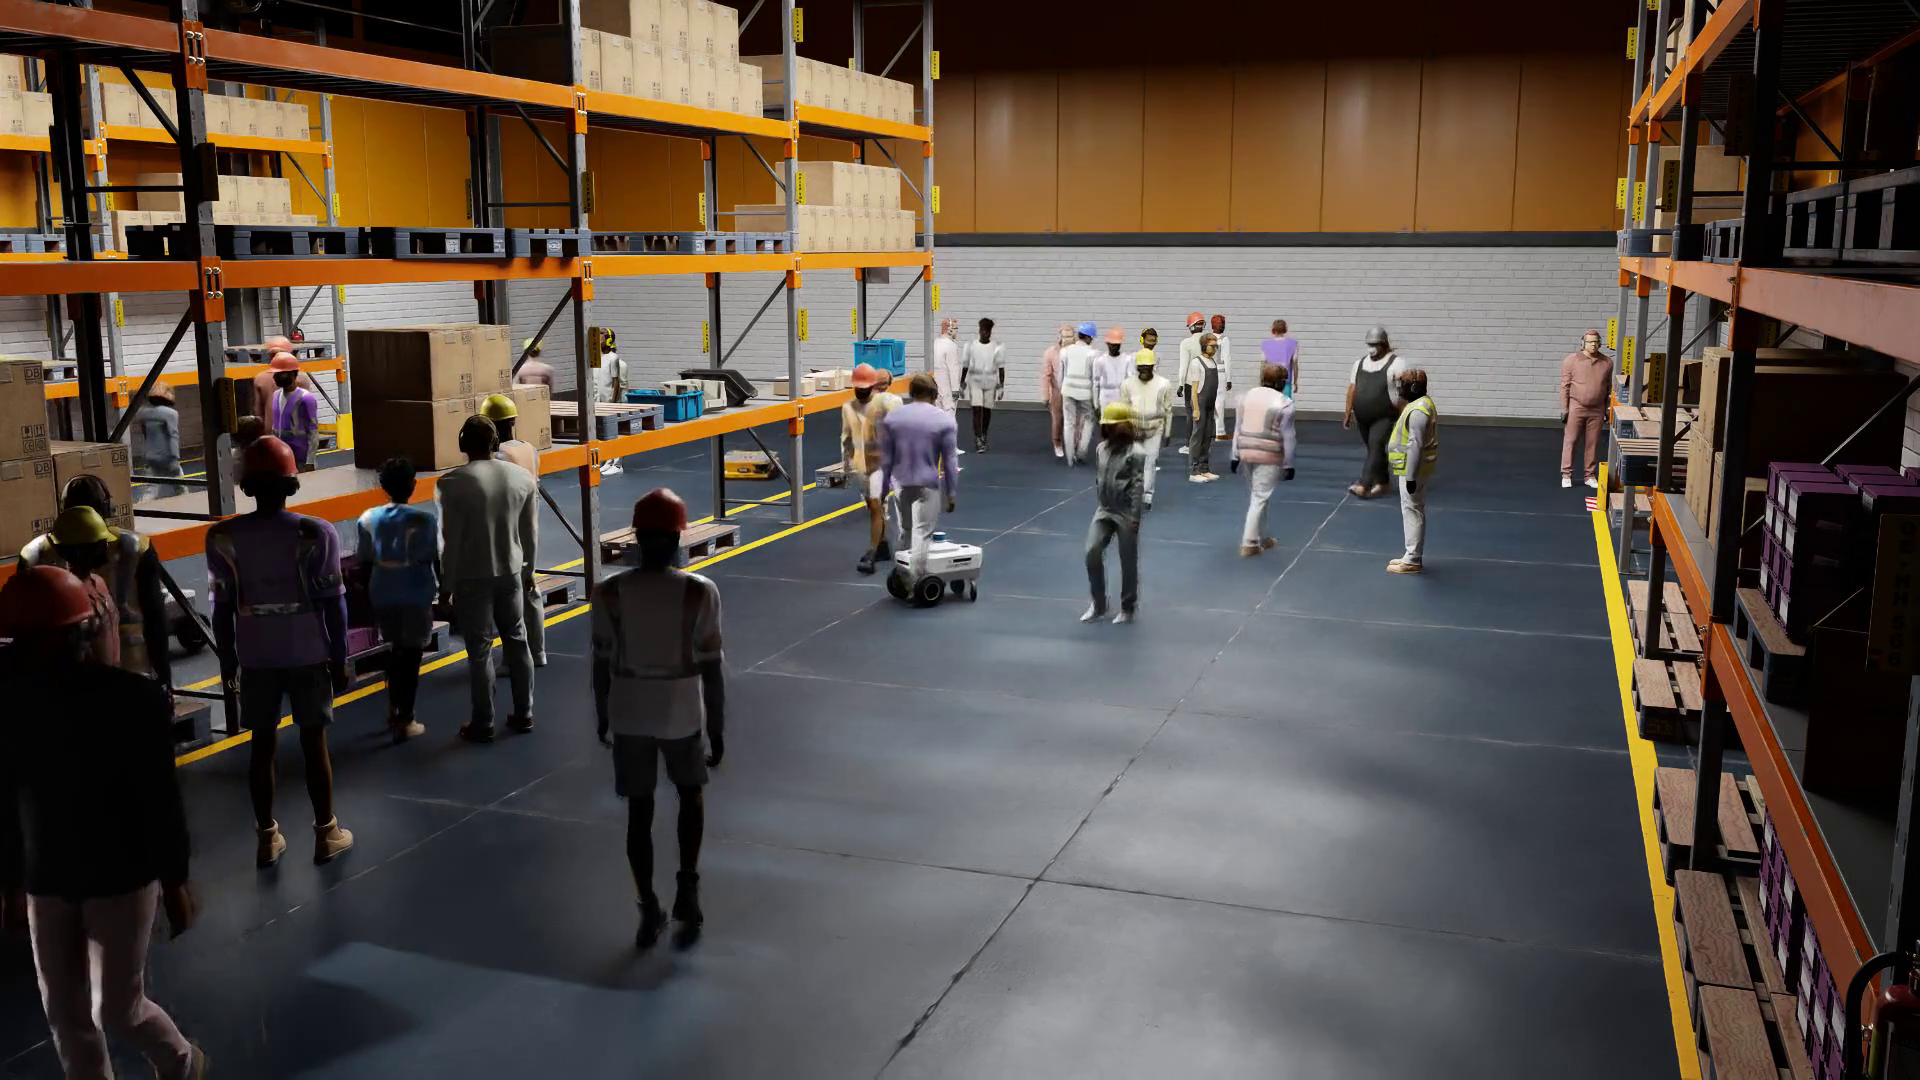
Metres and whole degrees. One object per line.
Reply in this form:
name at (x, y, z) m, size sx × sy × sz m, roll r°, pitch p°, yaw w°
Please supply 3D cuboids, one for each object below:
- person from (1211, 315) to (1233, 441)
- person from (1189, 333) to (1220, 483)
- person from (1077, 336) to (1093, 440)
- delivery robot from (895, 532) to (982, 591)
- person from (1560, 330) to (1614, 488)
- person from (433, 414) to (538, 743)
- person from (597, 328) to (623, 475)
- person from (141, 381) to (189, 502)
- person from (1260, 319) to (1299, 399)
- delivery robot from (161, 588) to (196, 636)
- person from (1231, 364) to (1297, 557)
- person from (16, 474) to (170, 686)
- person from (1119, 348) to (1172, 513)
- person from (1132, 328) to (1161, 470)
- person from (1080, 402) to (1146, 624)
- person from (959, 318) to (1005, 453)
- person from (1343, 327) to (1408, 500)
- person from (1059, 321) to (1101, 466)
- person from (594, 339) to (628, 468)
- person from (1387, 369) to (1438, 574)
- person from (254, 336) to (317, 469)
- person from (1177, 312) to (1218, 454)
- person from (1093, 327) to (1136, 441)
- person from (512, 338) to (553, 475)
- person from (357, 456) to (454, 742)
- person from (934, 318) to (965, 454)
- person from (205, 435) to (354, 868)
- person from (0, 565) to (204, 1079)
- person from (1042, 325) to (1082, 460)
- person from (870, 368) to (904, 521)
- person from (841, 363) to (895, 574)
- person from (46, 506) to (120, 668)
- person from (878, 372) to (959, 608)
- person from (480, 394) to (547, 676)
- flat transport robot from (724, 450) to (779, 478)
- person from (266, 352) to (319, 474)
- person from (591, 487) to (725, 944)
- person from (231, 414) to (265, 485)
person at (3.837, -2.416, 24.874) m, size 0.355 × 1.883 × 0.573 m, roll -8°, pitch 13°, yaw -40°
person at (3.033, -1.637, 20.590) m, size 0.346 × 1.845 × 0.499 m, roll 8°, pitch 13°, yaw 37°
person at (1.808, -2.282, 24.834) m, size 0.518 × 1.629 × 0.436 m, roll 9°, pitch 14°, yaw 42°
delivery robot at (-0.173, 0.180, 13.725) m, size 0.707 × 0.478 × 0.477 m, roll -7°, pitch 12°, yaw -34°
person at (7.552, -1.571, 20.040) m, size 0.639 × 1.910 × 0.407 m, roll 0°, pitch 10°, yaw -1°
person at (-2.788, 0.225, 9.838) m, size 0.634 × 1.938 × 0.355 m, roll -9°, pitch 14°, yaw -42°
person at (-4.503, -1.767, 21.242) m, size 0.328 × 1.876 × 0.514 m, roll -6°, pitch 12°, yaw -29°
person at (-7.865, -0.784, 16.501) m, size 0.551 × 1.577 × 0.854 m, roll 4°, pitch 11°, yaw 22°
person at (4.721, -2.355, 24.651) m, size 0.573 × 1.836 × 0.533 m, roll 3°, pitch 10°, yaw 15°
delivery robot at (-5.818, 0.512, 11.856) m, size 0.477 × 0.478 × 0.707 m, roll 4°, pitch 11°, yaw 22°
person at (2.926, -0.759, 15.757) m, size 0.782 × 1.805 × 0.640 m, roll -8°, pitch 13°, yaw -38°
person at (-4.174, 0.593, 8.079) m, size 0.632 × 1.838 × 0.429 m, roll -2°, pitch 10°, yaw -9°
person at (2.049, -1.236, 18.469) m, size 0.598 × 1.805 × 0.793 m, roll 2°, pitch 10°, yaw 12°
person at (2.412, -1.811, 21.522) m, size 0.518 × 1.865 × 0.327 m, roll -8°, pitch 13°, yaw -39°
person at (1.175, -0.188, 12.763) m, size 0.494 × 1.730 × 0.558 m, roll 8°, pitch 13°, yaw 39°
person at (0.318, -2.227, 23.743) m, size 0.634 × 1.910 × 0.993 m, roll -1°, pitch 10°, yaw -5°
person at (4.769, -1.502, 19.280) m, size 1.032 × 2.000 × 0.694 m, roll -9°, pitch 13°, yaw -41°
person at (1.587, -1.934, 22.051) m, size 0.637 × 1.915 × 0.530 m, roll 4°, pitch 11°, yaw 23°
person at (-4.572, -1.787, 21.685) m, size 0.534 × 1.764 × 0.341 m, roll 3°, pitch 11°, yaw 18°
person at (4.036, -0.611, 14.863) m, size 0.428 × 1.837 × 0.625 m, roll 3°, pitch 11°, yaw 18°
person at (-7.033, -1.138, 17.374) m, size 0.648 × 1.981 × 0.415 m, roll 1°, pitch 10°, yaw 3°
person at (3.320, -2.198, 23.351) m, size 0.611 × 1.987 × 0.392 m, roll -5°, pitch 11°, yaw -25°
person at (1.973, -1.797, 21.389) m, size 0.542 × 1.893 × 0.993 m, roll -1°, pitch 10°, yaw -6°
person at (-5.450, -1.689, 21.145) m, size 0.551 × 1.754 × 0.451 m, roll -6°, pitch 12°, yaw -30°
person at (-3.278, 0.338, 9.903) m, size 0.534 × 1.679 × 0.559 m, roll 3°, pitch 10°, yaw 15°
person at (-0.161, -2.159, 23.364) m, size 0.402 × 1.904 × 0.652 m, roll -5°, pitch 11°, yaw -26°
person at (-3.183, 0.528, 7.828) m, size 0.607 × 2.048 × 0.368 m, roll -1°, pitch 10°, yaw -8°
person at (-2.697, 1.036, 5.153) m, size 0.644 × 1.975 × 0.480 m, roll 1°, pitch 10°, yaw 7°
person at (1.436, -1.996, 22.591) m, size 0.665 × 1.868 × 0.930 m, roll 0°, pitch 10°, yaw -1°
person at (-0.815, -1.012, 17.670) m, size 0.545 × 1.620 × 0.455 m, roll 4°, pitch 11°, yaw 20°
person at (-0.821, -0.651, 14.935) m, size 0.651 × 1.865 × 0.967 m, roll 6°, pitch 12°, yaw 30°
person at (-3.924, 0.721, 7.532) m, size 0.316 × 1.769 × 0.524 m, roll -2°, pitch 10°, yaw -9°
person at (-0.306, -0.424, 13.676) m, size 0.653 × 1.886 × 0.846 m, roll 4°, pitch 11°, yaw 20°
person at (-3.084, -0.034, 11.359) m, size 0.395 × 1.919 × 0.588 m, roll 3°, pitch 11°, yaw 19°
flat transport robot at (-2.713, -0.975, 21.295) m, size 0.652 × 0.197 × 1.431 m, roll 0°, pitch 10°, yaw 0°
person at (-6.215, -0.780, 15.499) m, size 0.547 × 1.938 × 0.379 m, roll 6°, pitch 12°, yaw 30°
person at (-1.266, 0.738, 7.011) m, size 0.559 × 1.915 × 0.458 m, roll -1°, pitch 10°, yaw -5°
person at (-5.604, -0.190, 13.145) m, size 0.507 × 1.594 × 0.889 m, roll 5°, pitch 11°, yaw 25°
